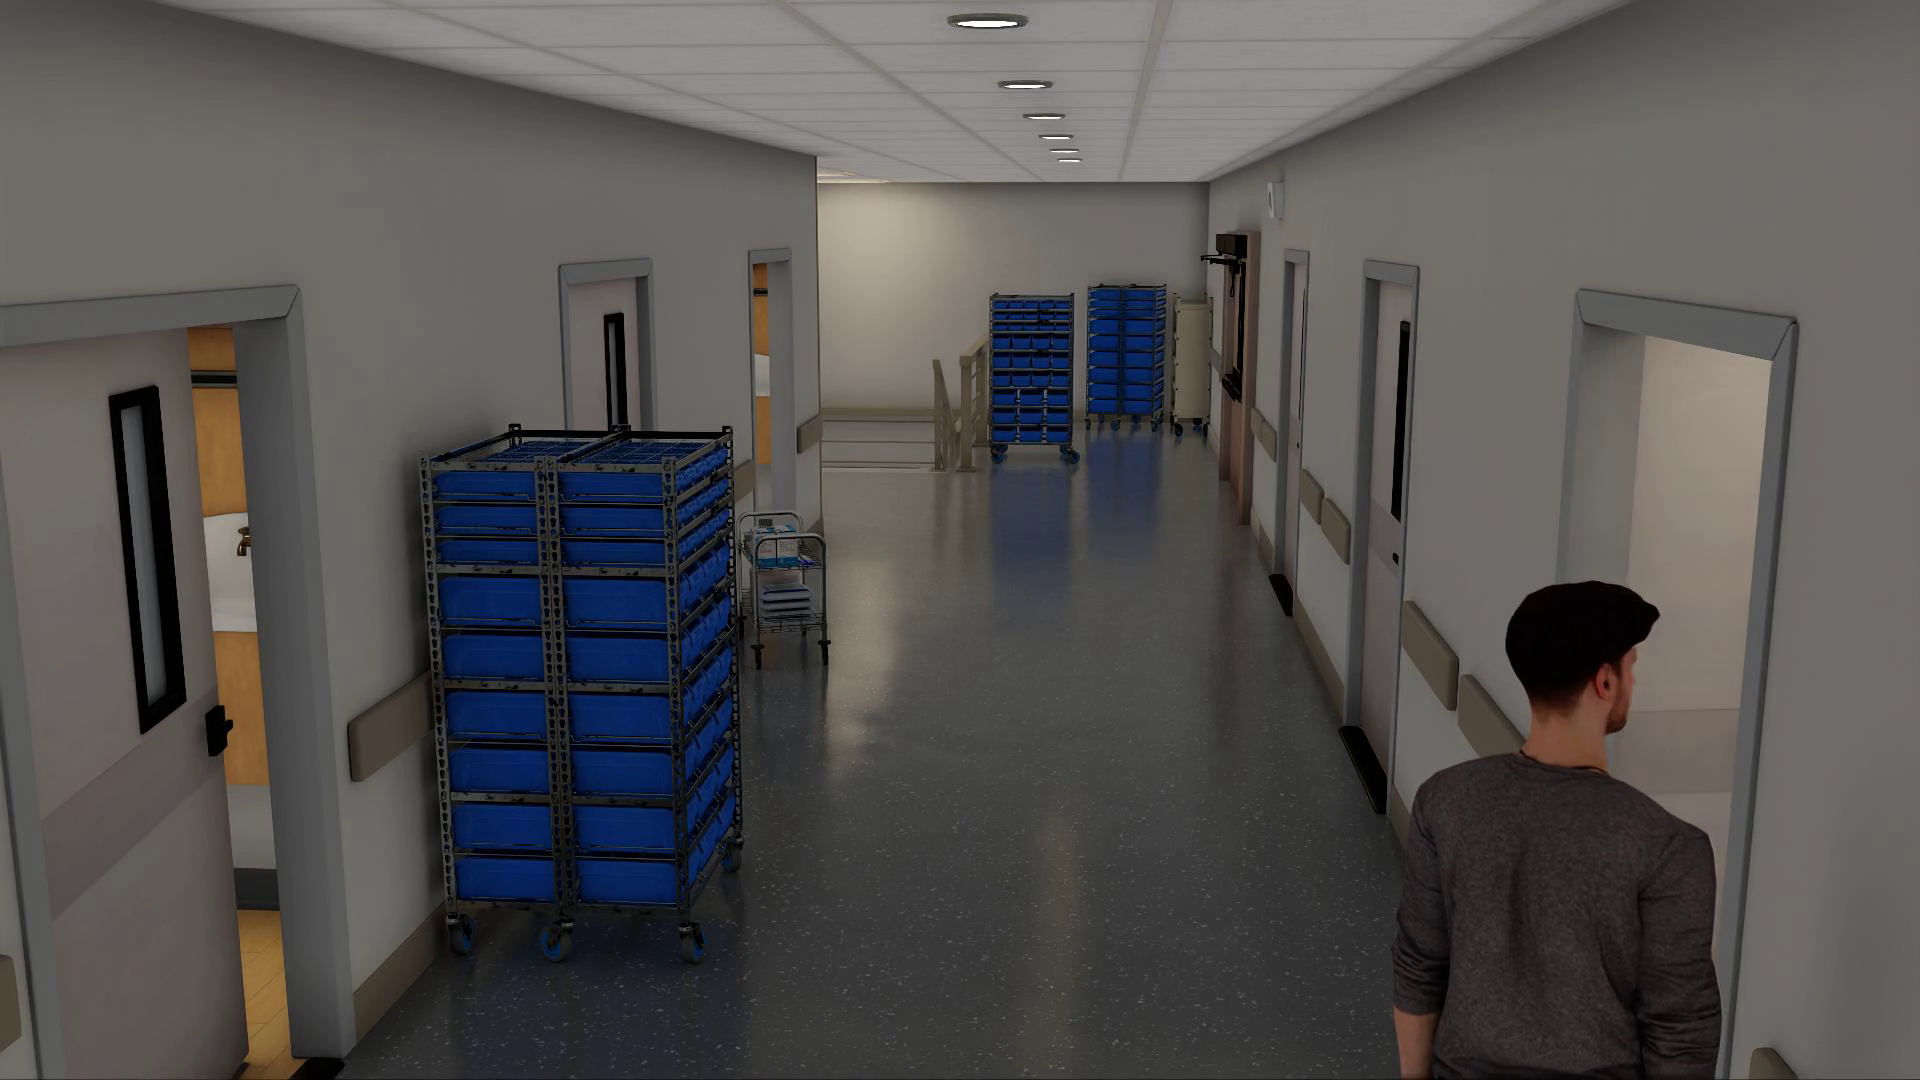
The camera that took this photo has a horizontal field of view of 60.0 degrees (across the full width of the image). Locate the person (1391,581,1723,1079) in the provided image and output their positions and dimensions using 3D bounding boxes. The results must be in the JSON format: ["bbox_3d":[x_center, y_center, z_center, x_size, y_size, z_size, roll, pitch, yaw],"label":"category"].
[{"bbox_3d":[0.980,1.008,2.826,0.776,1.903,0.783,9,14,39],"label":"person"}]
